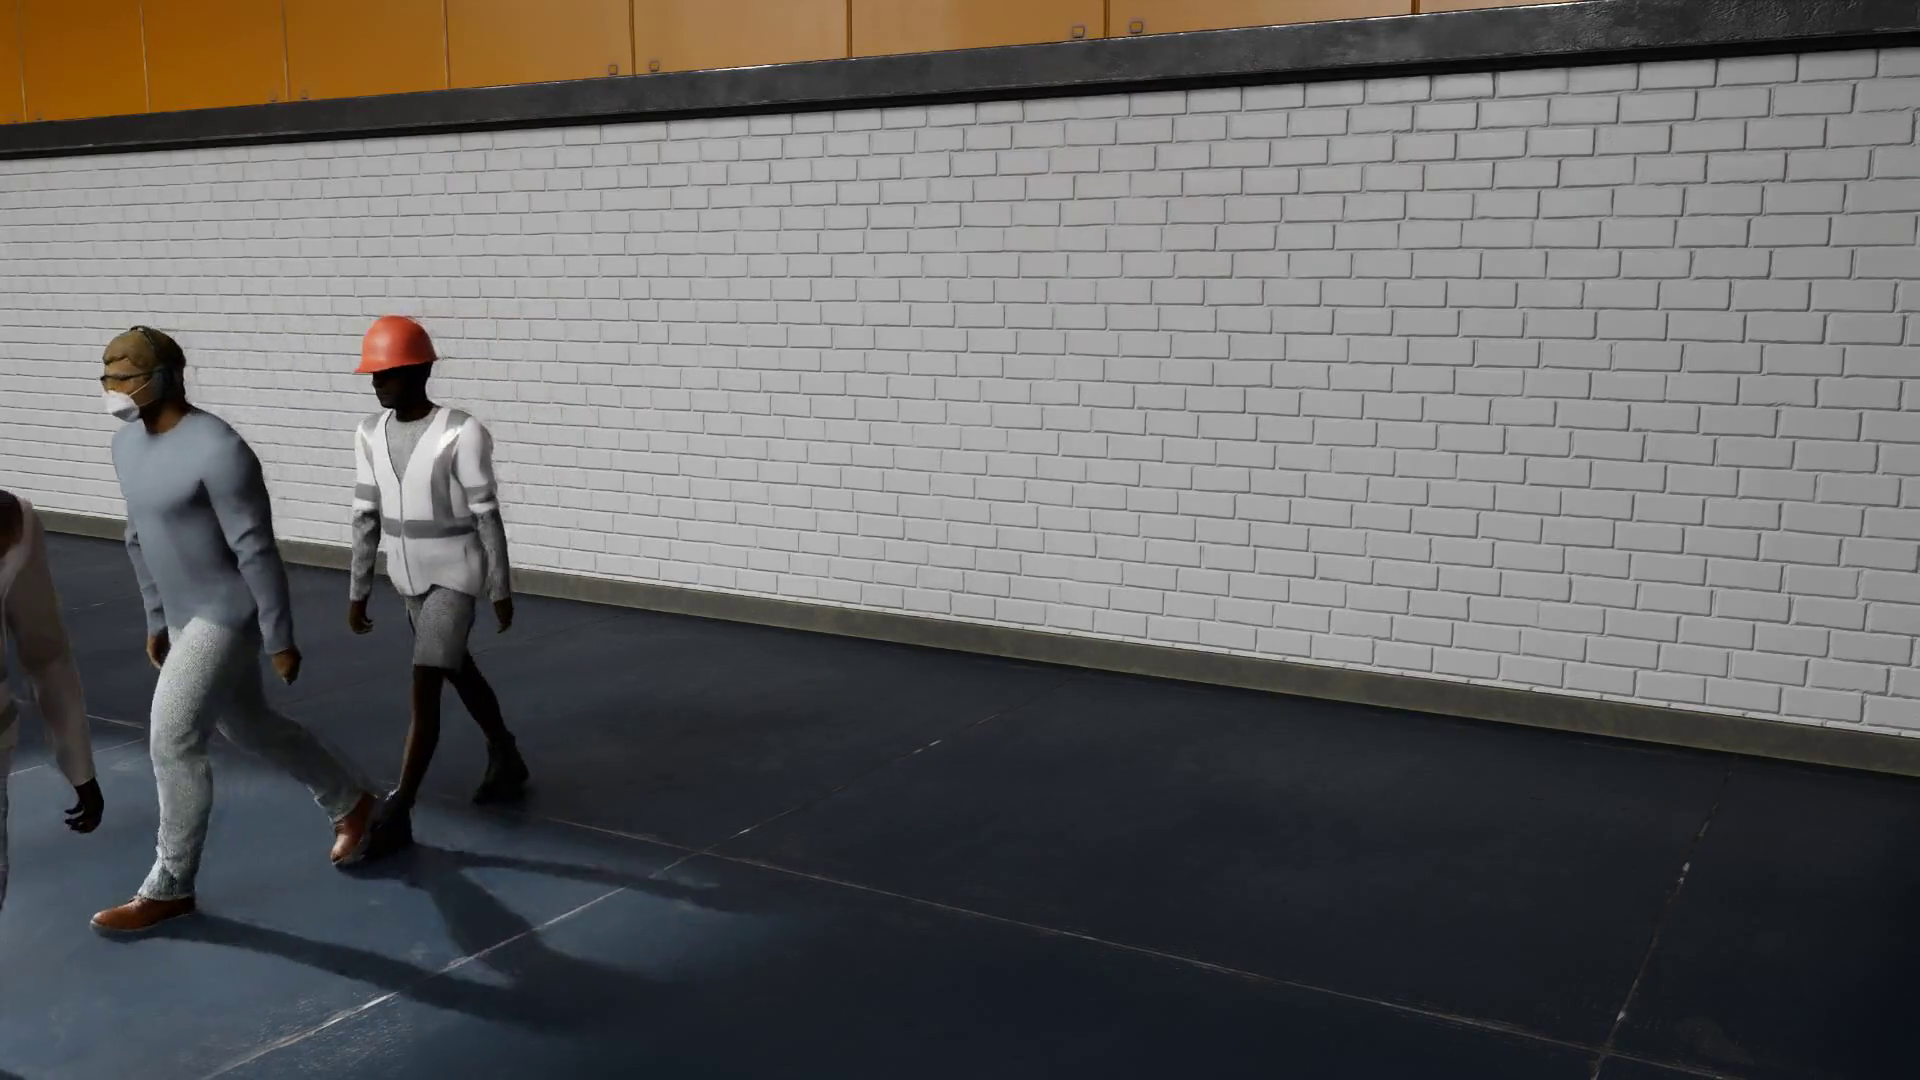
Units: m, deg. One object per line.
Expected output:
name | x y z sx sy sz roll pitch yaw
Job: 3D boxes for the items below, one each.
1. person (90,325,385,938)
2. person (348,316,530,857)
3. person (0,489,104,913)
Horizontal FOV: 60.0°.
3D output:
person | -2.303 0.245 5.335 0.634 1.886 0.986 8 12 40
person | -1.912 0.129 6.038 0.555 1.877 1.013 4 10 25
person | -2.184 0.529 3.568 0.537 1.868 0.634 6 11 34
